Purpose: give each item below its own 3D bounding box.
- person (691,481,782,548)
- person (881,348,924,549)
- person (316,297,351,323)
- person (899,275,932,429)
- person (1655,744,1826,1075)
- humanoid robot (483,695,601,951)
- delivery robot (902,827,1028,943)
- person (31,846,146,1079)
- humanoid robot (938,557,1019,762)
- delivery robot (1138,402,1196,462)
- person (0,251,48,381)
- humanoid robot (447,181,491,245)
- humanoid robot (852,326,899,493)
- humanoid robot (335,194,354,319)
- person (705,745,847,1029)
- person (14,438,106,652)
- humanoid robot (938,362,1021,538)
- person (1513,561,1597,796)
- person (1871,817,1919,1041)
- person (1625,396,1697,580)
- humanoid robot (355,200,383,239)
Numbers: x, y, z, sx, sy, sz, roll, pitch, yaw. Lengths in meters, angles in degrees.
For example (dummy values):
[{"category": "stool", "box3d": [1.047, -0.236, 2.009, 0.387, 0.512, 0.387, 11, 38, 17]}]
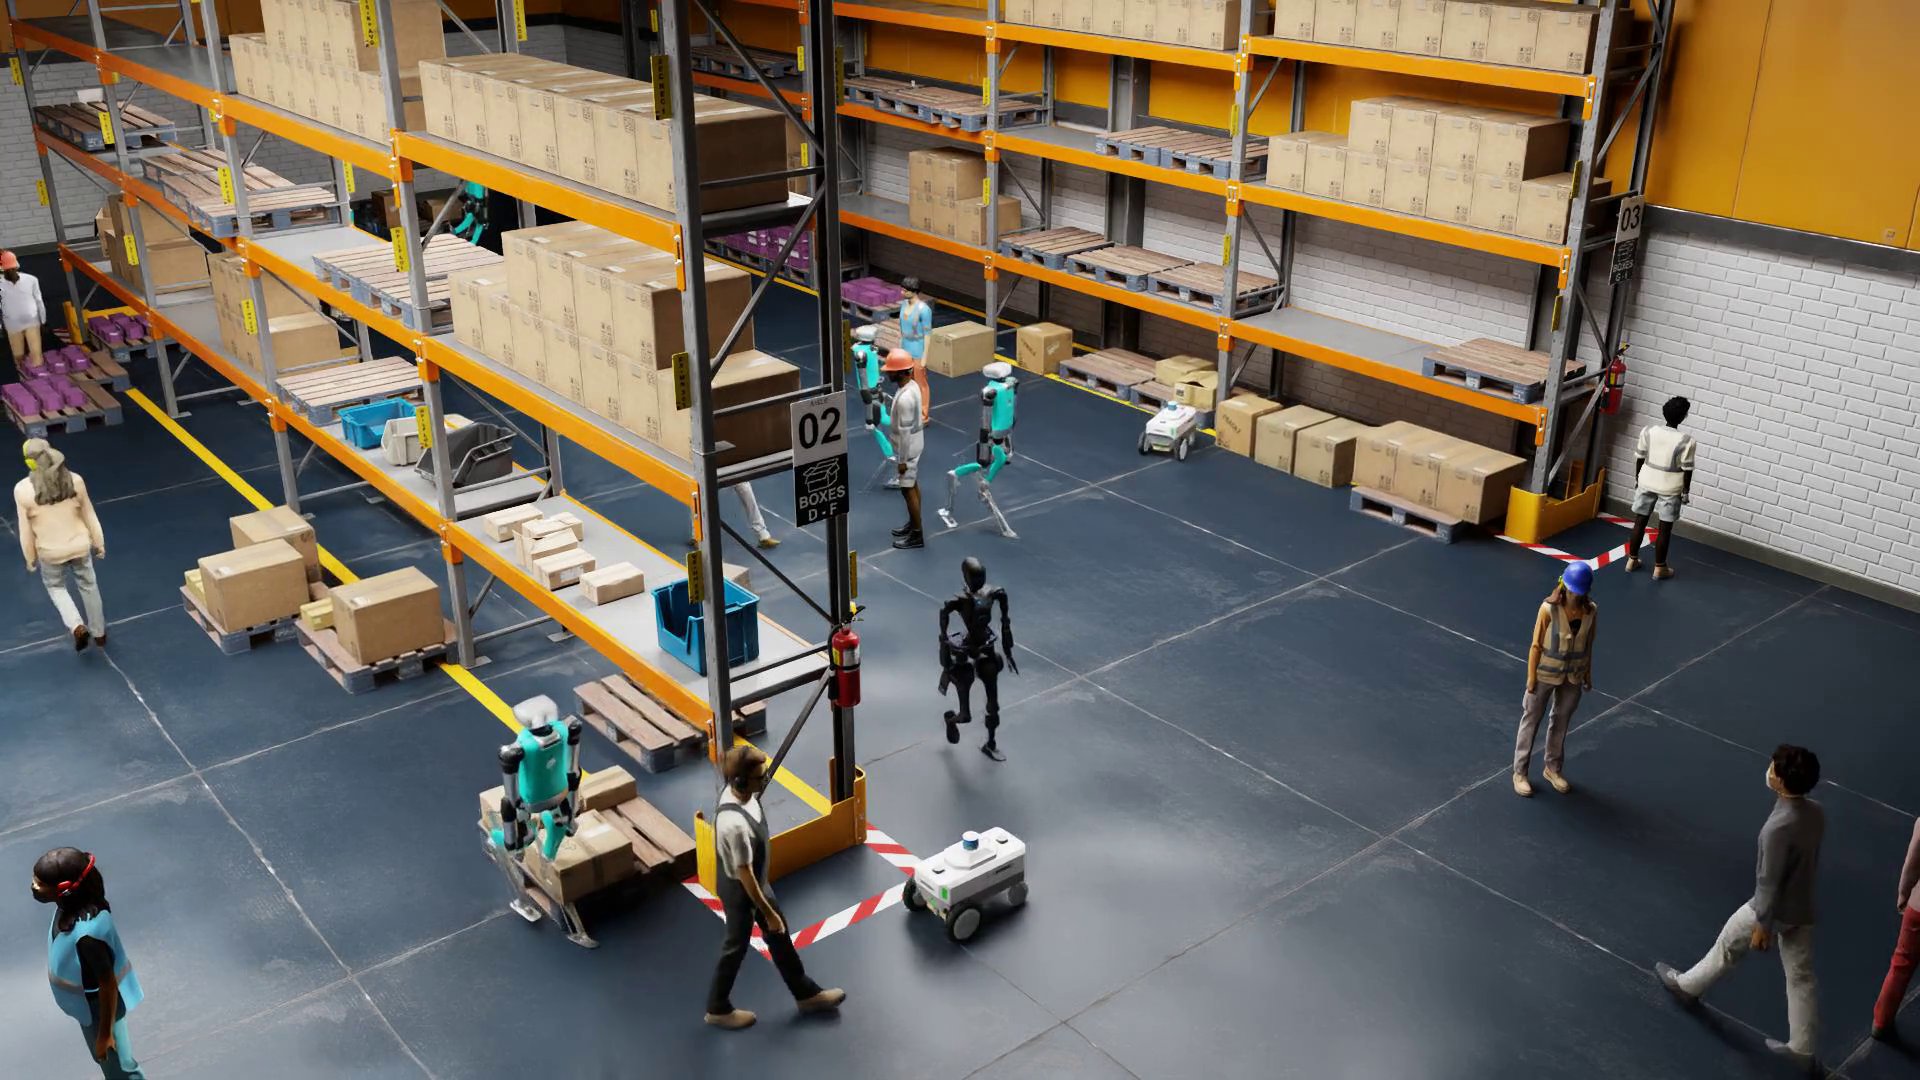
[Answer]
[{"category": "person", "box3d": [-2.154, -0.658, 15.473, 0.580, 1.614, 0.731, -20, 30, -38]}, {"category": "person", "box3d": [-0.531, -0.860, 15.554, 0.390, 1.927, 0.540, 0, 23, 1]}, {"category": "person", "box3d": [-8.656, -3.793, 22.405, 0.627, 1.877, 0.662, 14, 27, 30]}, {"category": "person", "box3d": [-0.526, -2.093, 18.602, 0.322, 1.765, 0.495, -19, 30, -37]}, {"category": "person", "box3d": [4.427, 1.961, 9.123, 0.518, 1.837, 1.005, -12, 26, -26]}, {"category": "humanoid robot", "box3d": [-2.620, 1.656, 9.993, 0.931, 1.761, 0.534, 20, 30, 38]}, {"category": "delivery robot", "box3d": [0.048, 2.115, 10.399, 0.796, 0.606, 0.499, -18, 29, -36]}, {"category": "person", "box3d": [-4.271, 2.326, 8.245, 0.391, 1.866, 0.516, -19, 30, -37]}, {"category": "humanoid robot", "box3d": [0.107, 0.829, 11.950, 0.610, 1.642, 0.463, -10, 25, -22]}, {"category": "delivery robot", "box3d": [2.283, -1.190, 18.061, 0.499, 0.613, 0.807, 12, 26, 26]}, {"category": "person", "box3d": [-11.234, -2.622, 19.879, 0.568, 1.725, 0.734, -14, 27, -30]}, {"category": "humanoid robot", "box3d": [-7.376, -4.844, 24.991, 0.553, 1.733, 0.997, 14, 27, 29]}, {"category": "humanoid robot", "box3d": [-0.715, -1.270, 16.763, 0.817, 1.797, 0.546, 3, 24, 7]}, {"category": "humanoid robot", "box3d": [-8.501, -3.841, 22.519, 0.735, 1.676, 0.533, -1, 23, -3]}, {"category": "person", "box3d": [-1.084, 1.946, 9.200, 0.816, 1.808, 0.528, 0, 23, 1]}, {"category": "person", "box3d": [-7.265, 0.060, 13.500, 0.600, 1.858, 0.502, -18, 29, -36]}, {"category": "humanoid robot", "box3d": [0.145, -0.875, 15.889, 1.015, 1.783, 0.533, 15, 28, 31]}, {"category": "person", "box3d": [4.156, 0.953, 11.538, 0.468, 1.772, 0.322, -3, 24, -7]}, {"category": "person", "box3d": [5.380, 2.031, 9.066, 0.347, 1.759, 0.520, -19, 29, -36]}, {"category": "person", "box3d": [6.303, -0.476, 14.941, 0.317, 1.695, 0.539, -20, 30, -38]}, {"category": "humanoid robot", "box3d": [-8.056, -3.803, 22.669, 0.378, 1.658, 0.599, 9, 25, 20]}]
